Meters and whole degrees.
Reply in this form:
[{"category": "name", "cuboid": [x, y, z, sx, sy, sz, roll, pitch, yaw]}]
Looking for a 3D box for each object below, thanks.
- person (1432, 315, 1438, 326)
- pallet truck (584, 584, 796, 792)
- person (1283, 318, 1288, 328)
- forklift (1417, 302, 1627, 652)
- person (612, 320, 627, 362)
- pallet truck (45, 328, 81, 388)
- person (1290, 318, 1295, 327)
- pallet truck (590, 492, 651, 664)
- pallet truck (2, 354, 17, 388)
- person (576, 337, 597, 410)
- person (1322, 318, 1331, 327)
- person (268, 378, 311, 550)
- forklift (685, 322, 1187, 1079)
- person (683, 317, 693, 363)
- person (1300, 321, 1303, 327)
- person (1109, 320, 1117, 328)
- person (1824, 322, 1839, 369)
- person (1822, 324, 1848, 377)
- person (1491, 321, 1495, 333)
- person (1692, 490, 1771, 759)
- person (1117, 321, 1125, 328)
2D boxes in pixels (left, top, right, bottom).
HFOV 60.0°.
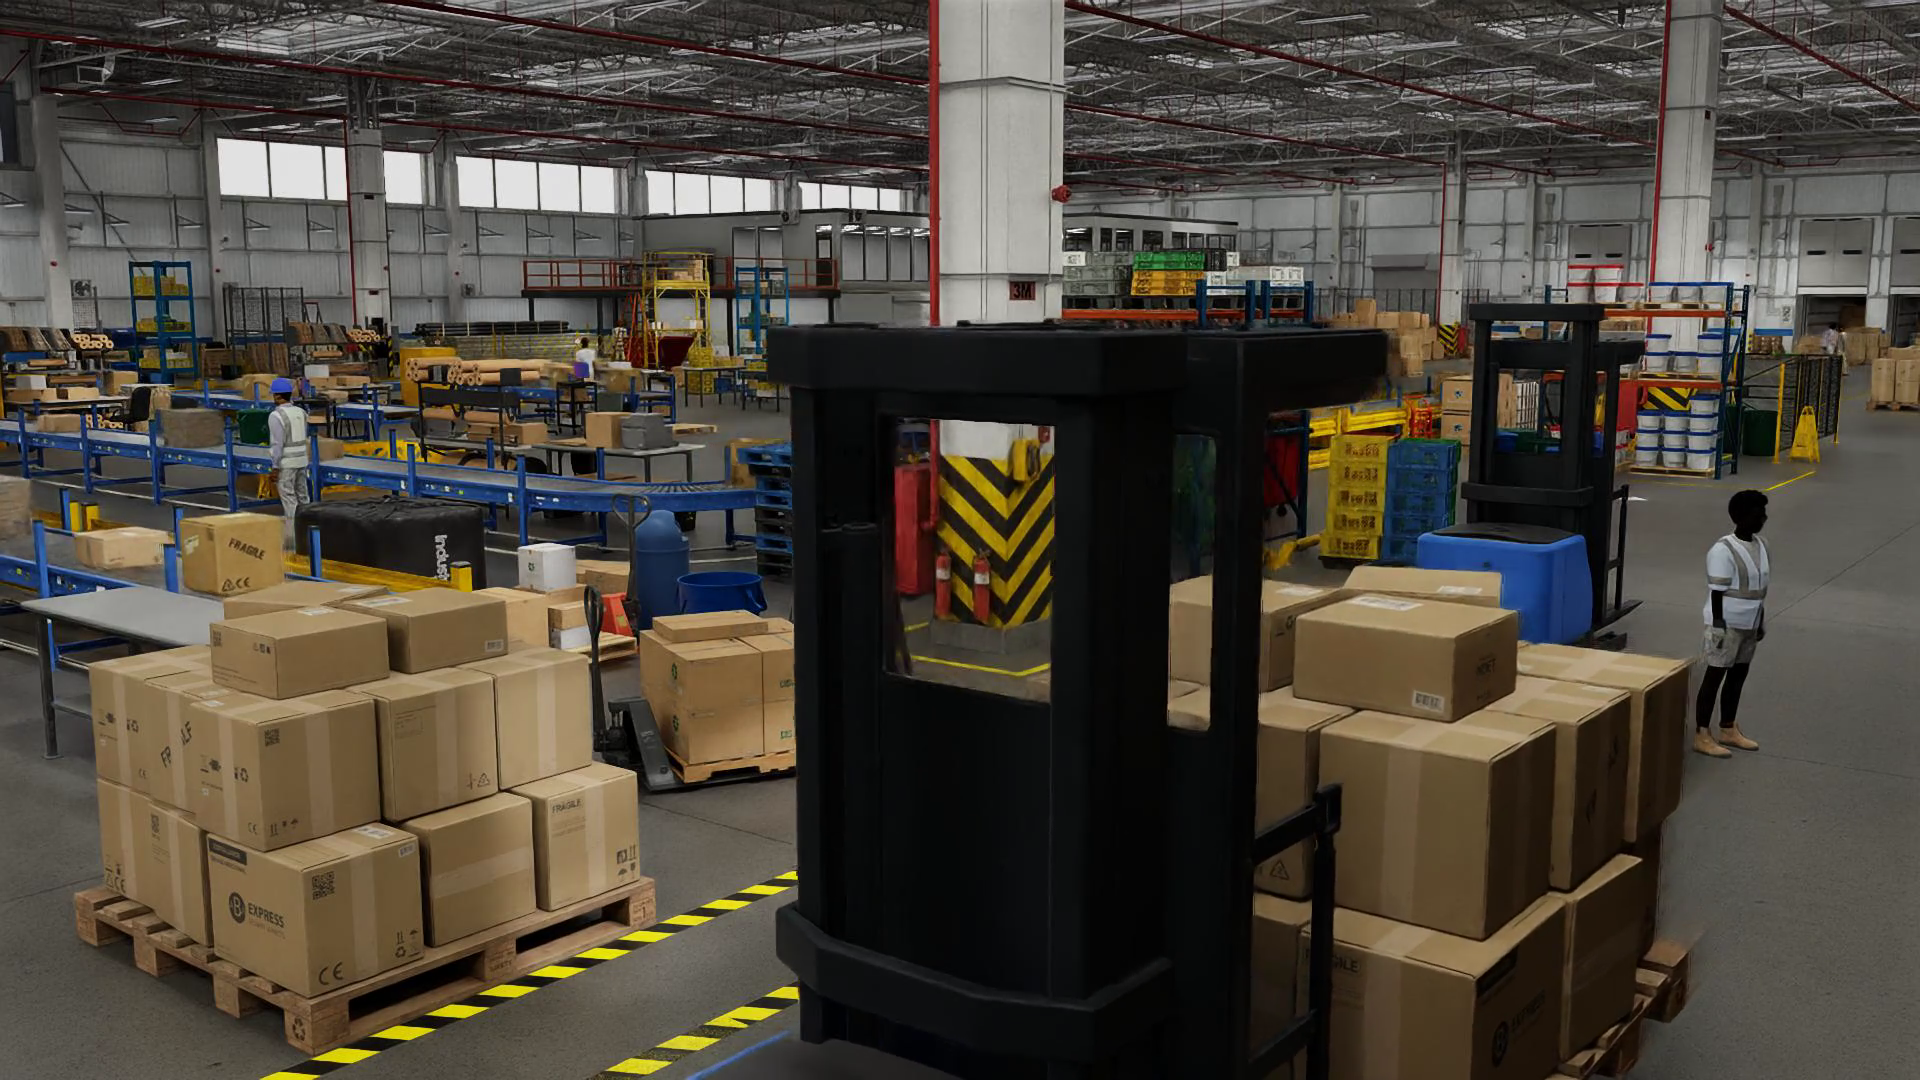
[{"category": "person", "cuboid": [22.831, -9.818, 79.463, 0.587, 1.881, 0.998, 8, 12, 43]}, {"category": "pallet truck", "cuboid": [-1.426, 0.805, 10.019, 1.601, 1.201, 0.680, -4, 9, -26]}, {"category": "person", "cuboid": [15.894, -9.936, 80.744, 0.782, 1.732, 0.540, 0, 8, 0]}, {"category": "forklift", "cuboid": [4.379, -0.438, 12.852, 1.129, 2.768, 1.873, 7, 11, 37]}, {"category": "person", "cuboid": [-12.991, -7.465, 63.566, 0.583, 1.882, 0.338, 0, 8, 2]}, {"category": "pallet truck", "cuboid": [-23.775, -4.544, 43.495, 1.885, 1.965, 0.823, 6, 10, 35]}, {"category": "person", "cuboid": [15.857, -9.819, 79.725, 0.943, 1.805, 0.642, 0, 8, -1]}, {"category": "pallet truck", "cuboid": [-3.115, 0.344, 12.883, 0.653, 1.274, 1.630, 7, 11, 37]}, {"category": "pallet truck", "cuboid": [-24.881, -4.417, 42.634, 1.885, 1.965, 0.823, 8, 11, 41]}, {"category": "person", "cuboid": [-9.133, -4.048, 40.700, 0.526, 1.845, 0.846, -7, 11, -39]}, {"category": "person", "cuboid": [13.139, -6.983, 60.023, 0.916, 2.023, 0.624, 2, 9, 11]}, {"category": "person", "cuboid": [-7.610, -0.863, 18.840, 0.406, 1.946, 0.608, 2, 9, 12]}, {"category": "forklift", "cuboid": [0.010, 0.899, 3.836, 1.129, 2.768, 1.873, 7, 11, 37]}, {"category": "person", "cuboid": [-11.247, -8.254, 68.740, 0.370, 1.925, 0.594, -1, 8, -4]}, {"category": "person", "cuboid": [11.931, -6.675, 58.116, 0.644, 1.917, 0.479, 5, 10, 32]}, {"category": "person", "cuboid": [5.026, -6.330, 55.385, 0.712, 2.000, 0.825, -6, 10, -34]}, {"category": "person", "cuboid": [33.265, -7.382, 63.270, 0.638, 1.805, 0.882, -4, 9, -24]}, {"category": "person", "cuboid": [30.520, -6.599, 57.890, 0.944, 1.827, 0.559, 3, 9, 19]}, {"category": "person", "cuboid": [25.778, -9.866, 80.519, 0.882, 1.640, 0.548, 4, 9, 26]}, {"category": "person", "cuboid": [4.852, 0.518, 10.413, 0.533, 1.690, 0.322, -6, 10, -34]}, {"category": "person", "cuboid": [5.634, -6.738, 58.484, 0.374, 1.935, 0.552, 5, 10, 31]}]
